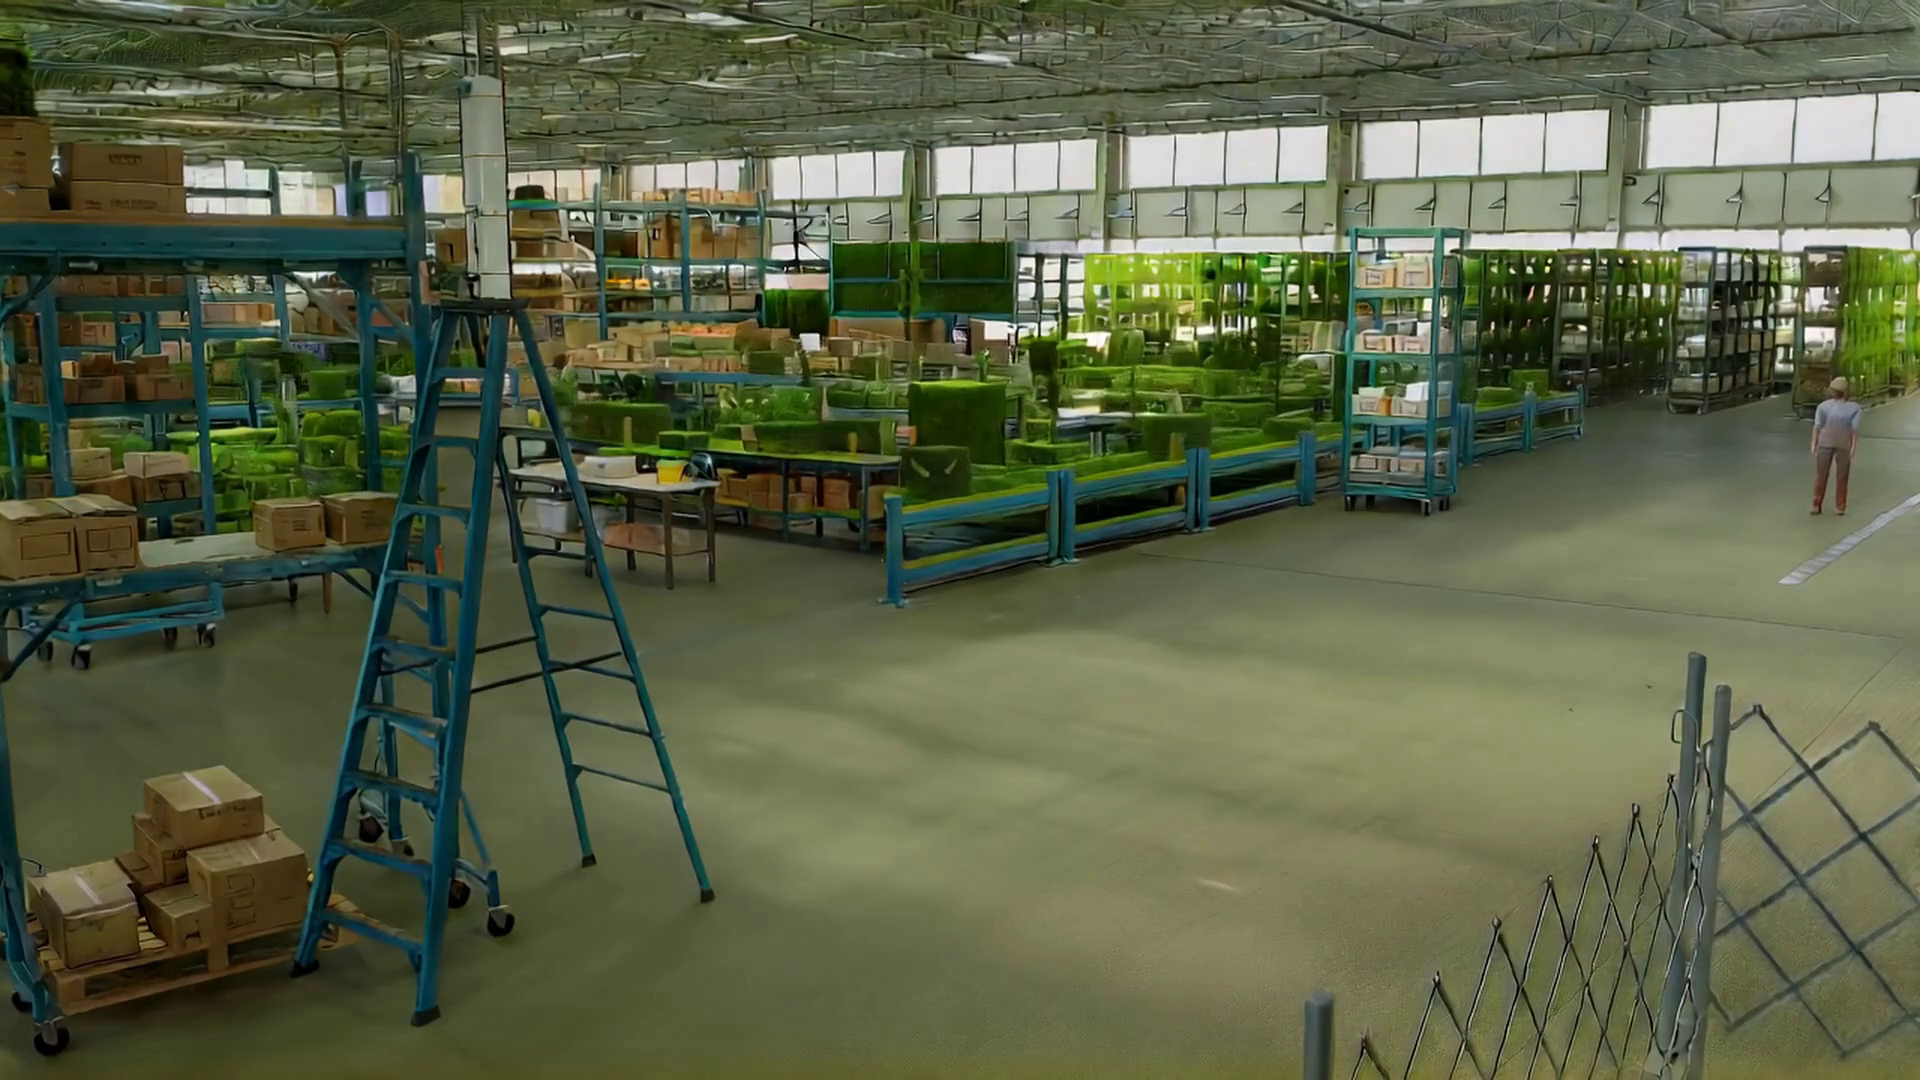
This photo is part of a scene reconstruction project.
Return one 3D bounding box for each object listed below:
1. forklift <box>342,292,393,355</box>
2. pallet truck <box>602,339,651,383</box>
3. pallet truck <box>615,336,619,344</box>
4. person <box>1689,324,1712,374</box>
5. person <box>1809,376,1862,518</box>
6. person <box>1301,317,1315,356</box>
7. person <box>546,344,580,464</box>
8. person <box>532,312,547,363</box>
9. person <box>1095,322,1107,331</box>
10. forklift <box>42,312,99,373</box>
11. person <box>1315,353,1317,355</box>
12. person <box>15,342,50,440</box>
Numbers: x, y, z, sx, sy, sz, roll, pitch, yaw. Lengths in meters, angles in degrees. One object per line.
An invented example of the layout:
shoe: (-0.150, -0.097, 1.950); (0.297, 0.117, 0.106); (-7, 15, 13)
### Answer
forklift: (-16.485, -5.622, 45.120); (1.129, 2.768, 1.873); (7, 11, 37)
pallet truck: (-8.991, -4.871, 45.351); (0.653, 1.274, 1.630); (7, 11, 37)
pallet truck: (-10.690, -5.294, 48.215); (1.601, 1.201, 0.680); (-5, 10, -26)
person: (18.152, -4.474, 40.836); (0.630, 1.956, 0.705); (6, 11, 34)
person: (10.927, -1.164, 20.758); (0.523, 1.769, 0.316); (7, 11, 36)
person: (8.212, -4.241, 39.203); (0.539, 2.018, 0.610); (6, 11, 35)
person: (-6.330, -2.160, 26.478); (0.543, 1.928, 0.373); (0, 9, 0)
person: (-12.699, -5.932, 50.177); (0.819, 1.879, 0.645); (-7, 11, -37)
person: (3.526, -4.617, 42.195); (0.710, 1.807, 0.607); (4, 10, 22)
forklift: (-23.779, -5.451, 44.052); (1.873, 2.768, 1.129); (7, 11, 36)
person: (8.453, -4.271, 40.036); (0.928, 1.812, 0.577); (6, 11, 35)
person: (-15.571, -2.358, 27.808); (0.451, 1.893, 0.671); (-9, 13, -43)
